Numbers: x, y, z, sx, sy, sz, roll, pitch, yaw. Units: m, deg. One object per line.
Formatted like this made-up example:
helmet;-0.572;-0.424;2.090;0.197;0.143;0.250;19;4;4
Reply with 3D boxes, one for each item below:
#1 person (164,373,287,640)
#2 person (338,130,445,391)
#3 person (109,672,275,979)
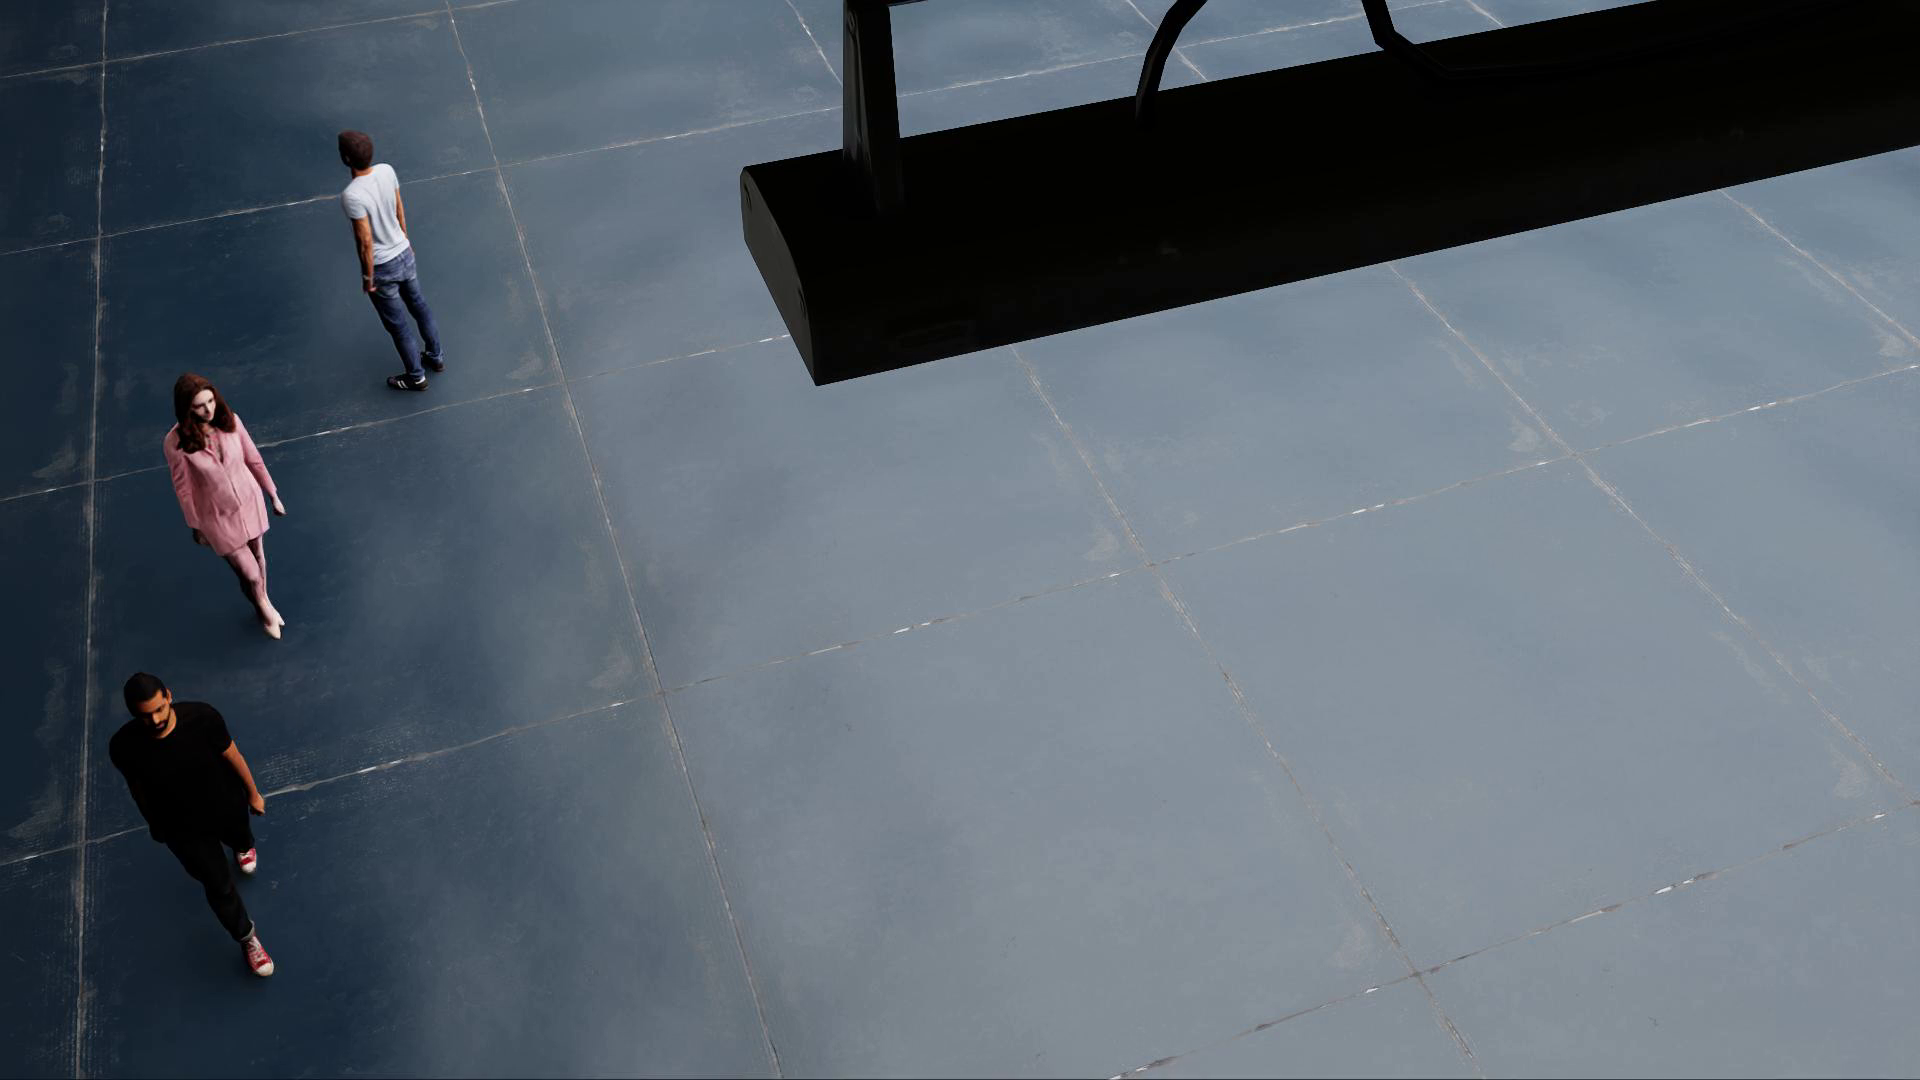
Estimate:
person;-4.015;-0.196;9.054;0.818;1.784;0.774;29;50;28
person;-3.674;-1.796;10.708;0.773;1.865;0.706;16;45;16
person;-3.489;1.177;7.618;0.825;1.737;1.176;-25;49;-24
